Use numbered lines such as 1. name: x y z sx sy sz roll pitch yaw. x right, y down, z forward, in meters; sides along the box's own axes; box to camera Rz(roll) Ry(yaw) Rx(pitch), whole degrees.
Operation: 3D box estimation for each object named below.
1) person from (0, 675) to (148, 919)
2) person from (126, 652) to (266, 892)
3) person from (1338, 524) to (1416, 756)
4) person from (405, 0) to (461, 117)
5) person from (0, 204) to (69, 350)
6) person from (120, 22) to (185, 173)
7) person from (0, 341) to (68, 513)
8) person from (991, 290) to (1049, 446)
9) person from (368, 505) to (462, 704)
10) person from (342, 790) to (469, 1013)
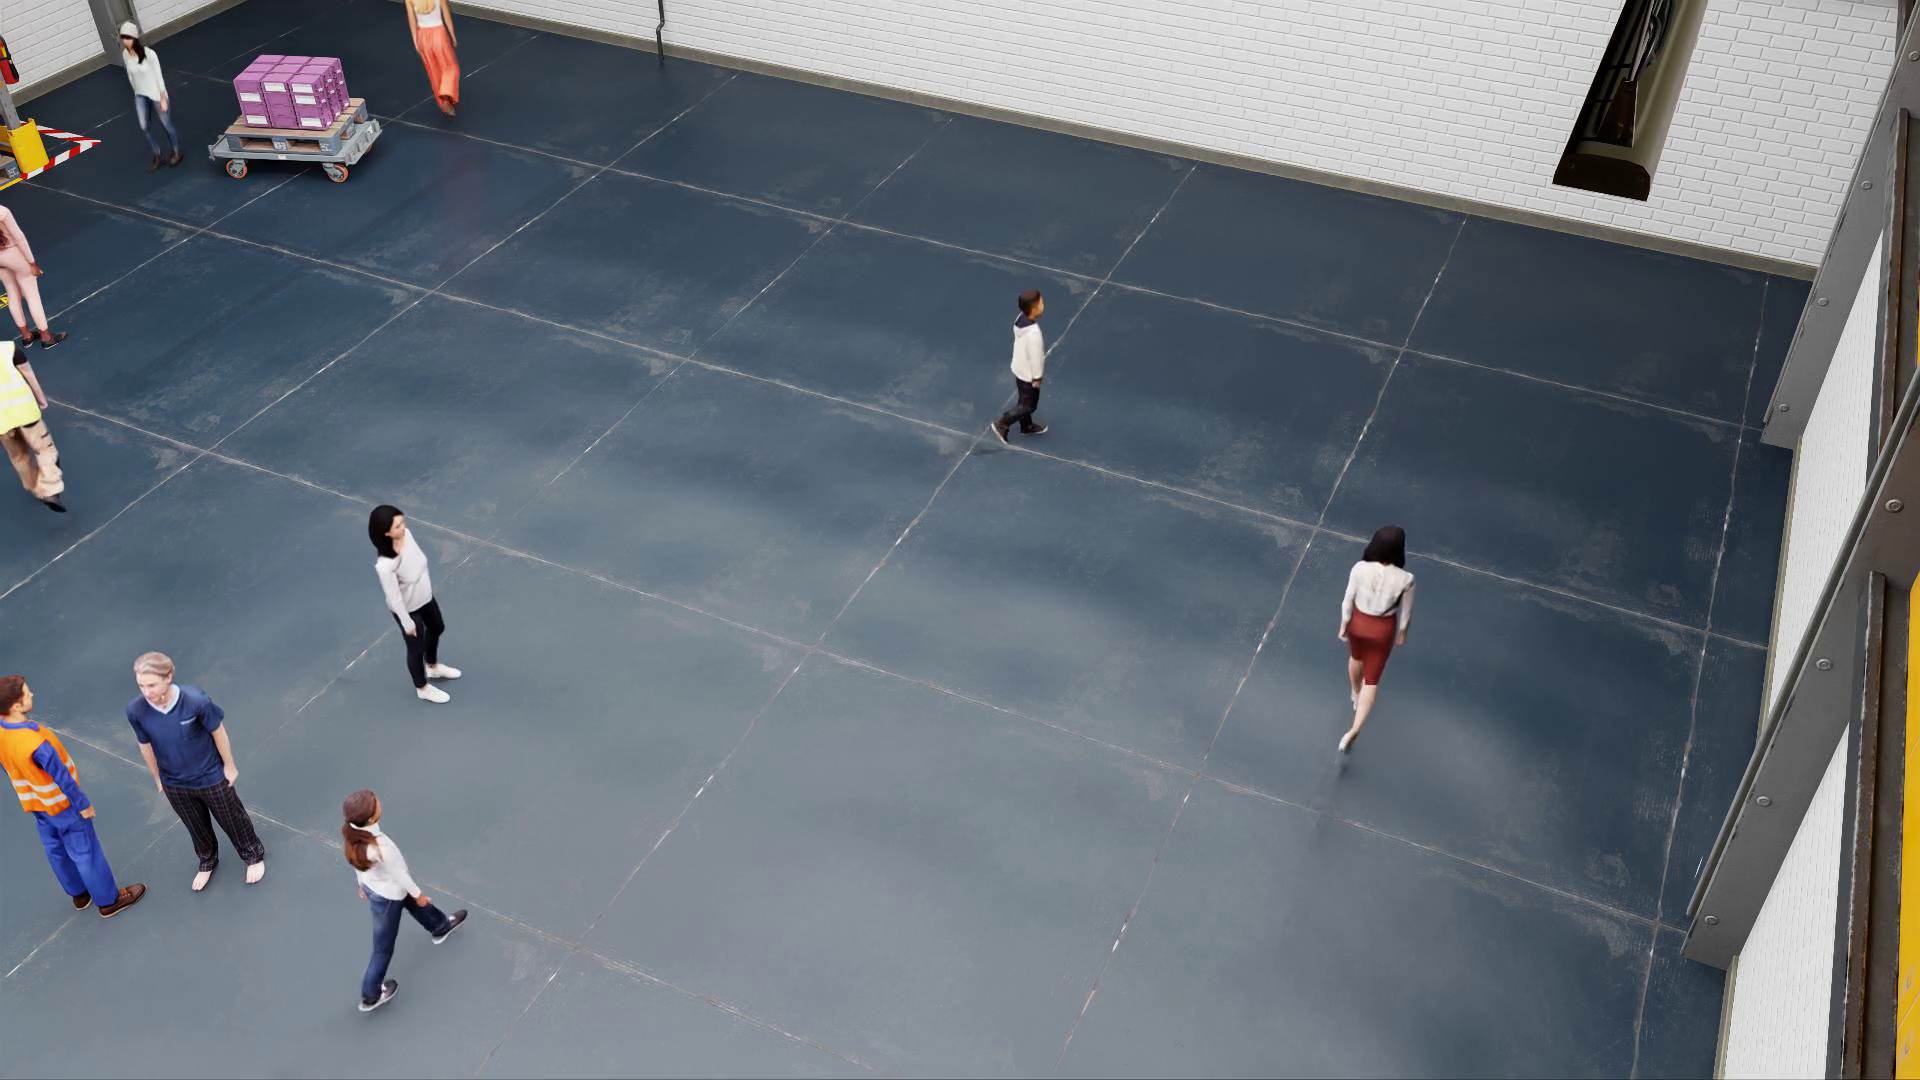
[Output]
1. person: -5.415 1.546 9.934 0.677 1.858 0.584 16 41 19
2. person: -4.657 1.400 10.107 0.738 1.871 0.742 -6 39 -7
3. person: 2.730 0.687 11.119 0.667 1.722 1.095 14 41 17
4. person: -6.000 -5.642 18.989 0.913 1.790 1.009 -7 39 -9
5. person: -8.654 -2.537 15.157 0.659 1.721 0.586 10 40 12
6. person: -8.780 -4.884 18.167 0.725 1.632 0.814 4 39 4
7. person: -7.474 -0.984 13.124 1.074 1.831 1.111 -16 41 -19
8. person: 0.505 -1.433 13.997 0.892 1.443 0.840 -12 40 -14
9. person: -3.811 0.424 11.466 0.762 1.699 0.602 3 39 3
10. person: -3.354 2.080 9.541 0.705 1.515 1.116 25 45 28
